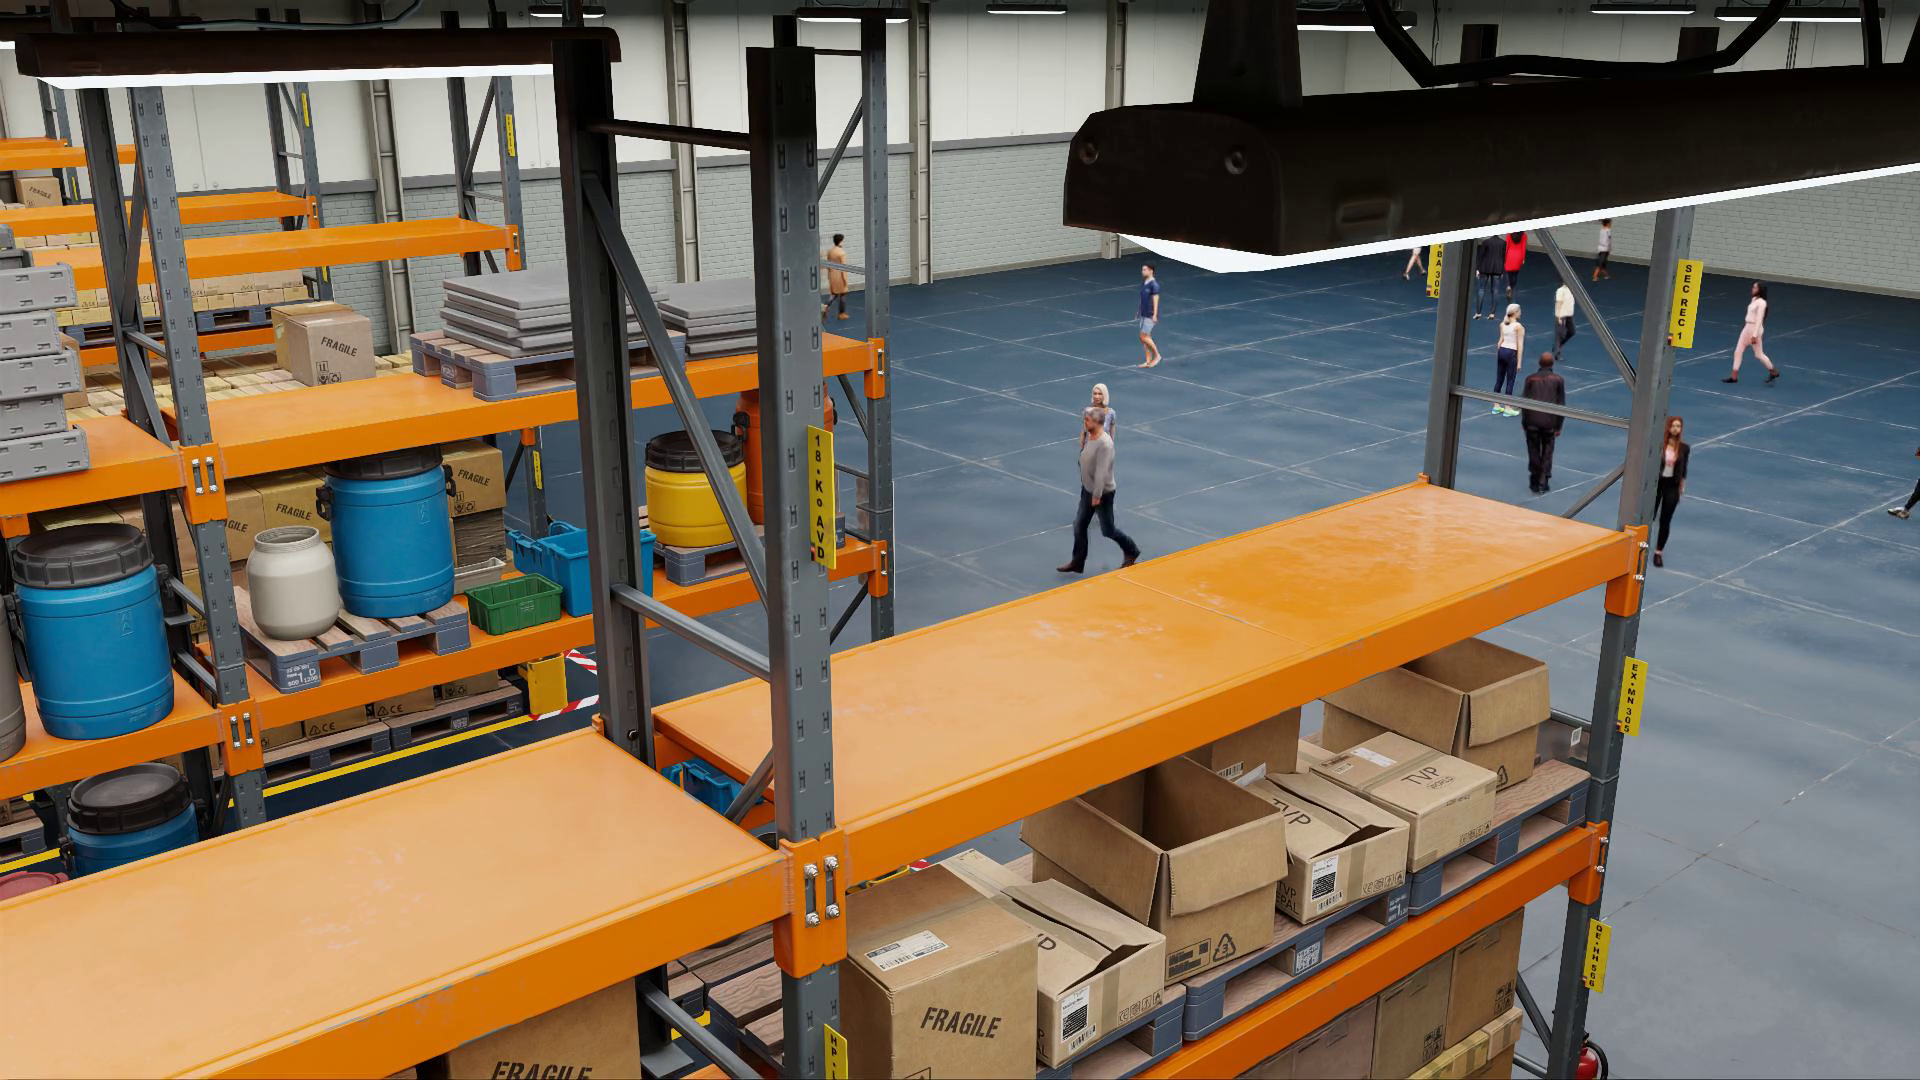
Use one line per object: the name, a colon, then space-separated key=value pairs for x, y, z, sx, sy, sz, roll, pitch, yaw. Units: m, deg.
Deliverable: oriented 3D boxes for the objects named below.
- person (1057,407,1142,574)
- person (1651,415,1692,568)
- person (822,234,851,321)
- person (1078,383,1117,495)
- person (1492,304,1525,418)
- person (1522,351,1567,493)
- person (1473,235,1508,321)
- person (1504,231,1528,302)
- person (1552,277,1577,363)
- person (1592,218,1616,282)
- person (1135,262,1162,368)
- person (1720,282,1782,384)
person: x=1.594 y=-0.517 z=18.227 sx=1.284 sy=1.879 sz=0.989 roll=-7 pitch=19 yaw=-20
person: x=7.911 y=-0.588 z=18.731 sx=0.888 sy=1.702 sz=1.006 roll=5 pitch=19 yaw=15
person: x=-2.466 y=-5.159 z=32.764 sx=0.771 sy=1.704 sz=0.981 roll=14 pitch=23 yaw=36
person: x=1.660 y=-1.050 z=20.118 sx=0.663 sy=1.722 sz=0.693 roll=4 pitch=19 yaw=13
person: x=8.371 y=-2.760 z=25.402 sx=0.589 sy=1.702 sz=0.630 roll=-10 pitch=21 yaw=-28
person: x=7.453 y=-1.494 z=21.339 sx=0.810 sy=1.810 sz=0.833 roll=6 pitch=19 yaw=17
person: x=9.476 y=-4.823 z=29.797 sx=0.822 sy=1.781 sz=0.785 roll=2 pitch=18 yaw=7
person: x=11.621 y=-5.855 z=34.848 sx=0.819 sy=1.738 sz=0.885 roll=3 pitch=18 yaw=8
person: x=10.545 y=-3.929 z=29.191 sx=0.605 sy=1.578 sz=0.701 roll=-10 pitch=21 yaw=-29
person: x=14.563 y=-6.615 z=37.695 sx=1.022 sy=1.420 sz=0.720 roll=-10 pitch=20 yaw=-27
person: x=3.315 y=-3.867 z=28.585 sx=0.775 sy=1.836 sz=0.735 roll=-6 pitch=19 yaw=-18
person: x=13.099 y=-3.360 z=27.268 sx=1.185 sy=1.688 sz=1.130 roll=2 pitch=18 yaw=5
